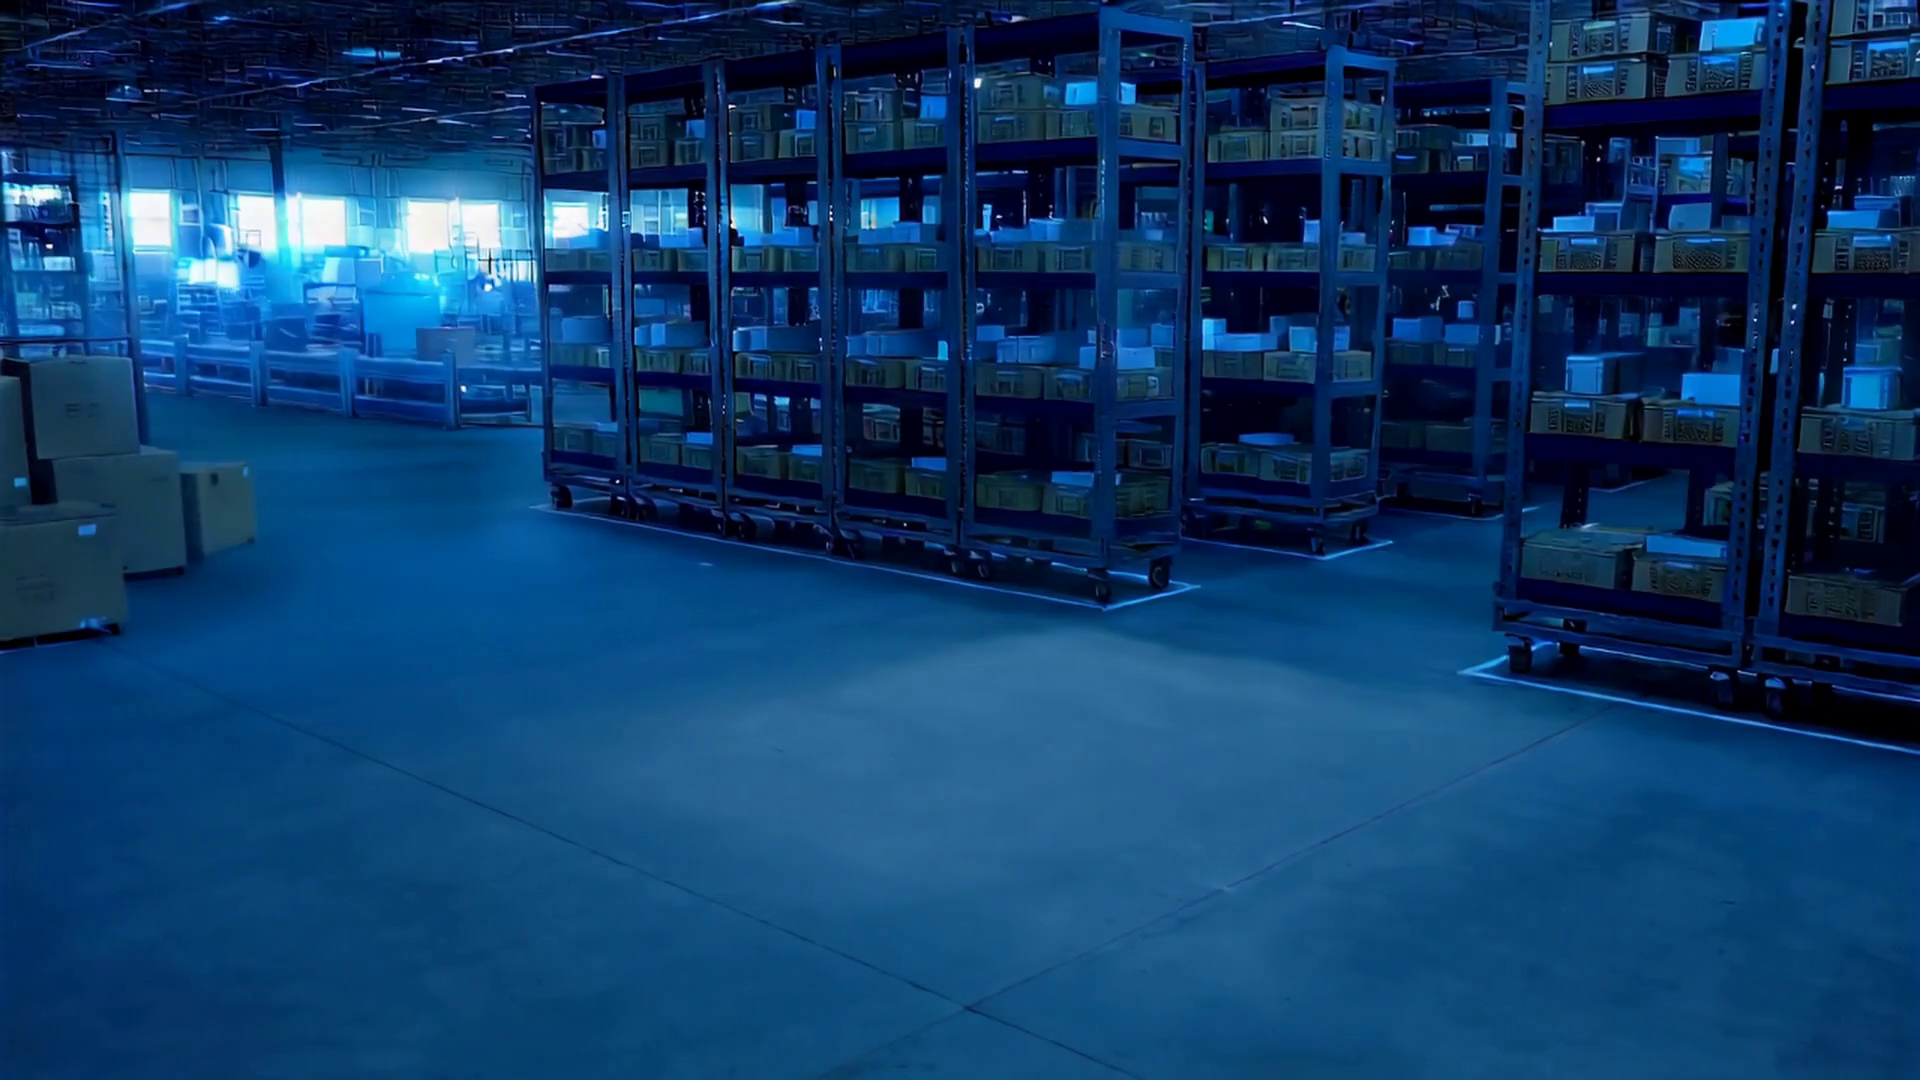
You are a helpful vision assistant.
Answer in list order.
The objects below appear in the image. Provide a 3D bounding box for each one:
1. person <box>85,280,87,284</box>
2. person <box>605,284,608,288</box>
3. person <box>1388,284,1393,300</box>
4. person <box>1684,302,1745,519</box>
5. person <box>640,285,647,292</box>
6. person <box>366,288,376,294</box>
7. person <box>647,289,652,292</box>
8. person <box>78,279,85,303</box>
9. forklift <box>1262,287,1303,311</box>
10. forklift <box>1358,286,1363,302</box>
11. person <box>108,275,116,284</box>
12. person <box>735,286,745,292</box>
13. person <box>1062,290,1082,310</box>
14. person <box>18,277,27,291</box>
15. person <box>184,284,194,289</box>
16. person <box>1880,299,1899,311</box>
[{"bbox_3d":[-44.120,-12.524,83.797,0.613,1.882,0.953,6,11,31],"label":"person"},{"bbox_3d":[-16.165,-11.297,76.288,0.328,1.876,0.508,-3,10,-16],"label":"person"},{"bbox_3d":[12.947,-7.012,50.378,0.711,1.741,0.547,7,12,36],"label":"person"},{"bbox_3d":[5.619,-0.833,12.265,0.451,1.827,0.591,-9,13,-44],"label":"person"},{"bbox_3d":[-12.736,-9.671,67.042,0.315,1.636,0.515,-2,9,-12],"label":"person"},{"bbox_3d":[-21.068,-8.534,59.334,0.552,1.880,1.026,7,11,36],"label":"person"},{"bbox_3d":[-15.553,-12.434,83.057,0.363,1.939,0.636,1,9,4],"label":"person"},{"bbox_3d":[-28.525,-7.632,54.203,0.728,1.734,0.542,-5,11,-29],"label":"person"},{"bbox_3d":[10.769,-8.203,54.240,1.129,2.768,1.873,8,12,42],"label":"forklift"},{"bbox_3d":[11.100,-7.017,46.970,1.873,2.768,1.129,9,13,43],"label":"forklift"},{"bbox_3d":[-38.774,-11.201,75.963,0.978,1.784,0.631,-8,12,-41],"label":"person"},{"bbox_3d":[-8.847,-9.671,66.198,0.551,1.921,0.424,-1,9,-7],"label":"person"},{"bbox_3d":[2.168,-3.976,31.788,0.553,1.733,0.784,6,11,32],"label":"person"},{"bbox_3d":[-44.745,-11.912,79.696,0.392,1.991,0.612,9,13,43],"label":"person"},{"bbox_3d":[-25.566,-7.841,55.108,0.943,1.883,0.598,-8,12,-40],"label":"person"},{"bbox_3d":[15.560,-3.427,27.840,0.398,1.939,0.602,4,10,21],"label":"person"}]
